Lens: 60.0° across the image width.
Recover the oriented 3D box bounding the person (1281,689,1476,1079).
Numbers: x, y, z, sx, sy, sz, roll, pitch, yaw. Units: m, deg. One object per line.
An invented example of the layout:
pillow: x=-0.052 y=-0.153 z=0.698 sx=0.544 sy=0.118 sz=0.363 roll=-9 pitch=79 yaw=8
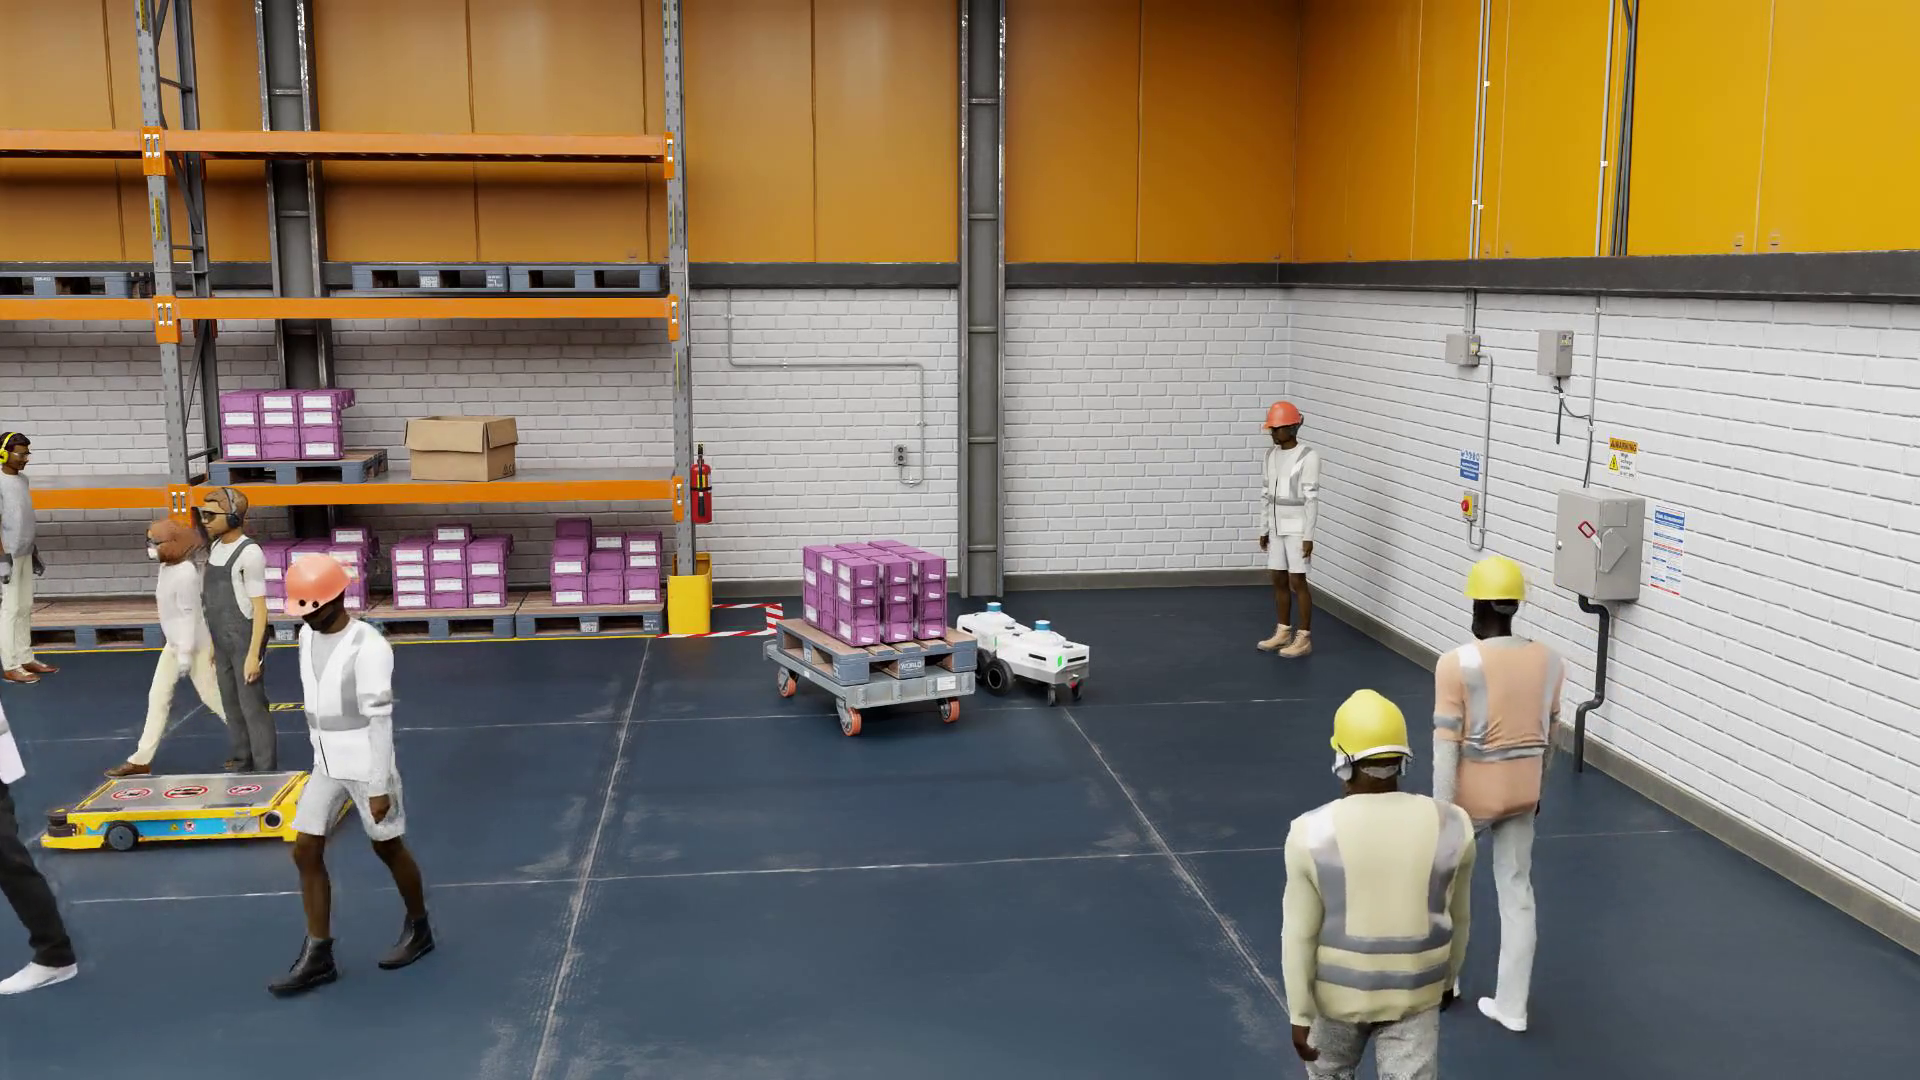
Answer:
person: x=1.256 y=1.341 z=5.011 sx=0.583 sy=1.798 sz=0.902 roll=0 pitch=9 yaw=2

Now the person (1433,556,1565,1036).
person: x=2.121 y=1.006 z=6.773 sx=0.612 sy=1.898 sz=0.736 roll=-3 pitch=10 yaw=-17

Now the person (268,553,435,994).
person: x=-2.650 y=0.975 z=7.060 sx=0.605 sy=1.868 sz=0.891 roll=5 pitch=11 yaw=30

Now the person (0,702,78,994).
person: x=-4.172 y=1.024 z=6.764 sx=1.016 sy=1.861 sz=0.604 roll=-7 pitch=12 yaw=-38

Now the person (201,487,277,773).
person: x=-4.094 y=0.613 z=9.407 sx=0.512 sy=1.845 sz=0.340 roll=7 pitch=12 yaw=38

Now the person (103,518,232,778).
person: x=-4.685 y=0.645 z=10.025 sx=0.865 sy=1.579 sz=0.521 roll=-8 pitch=12 yaw=-41

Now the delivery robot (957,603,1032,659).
delivery robot: x=0.257 y=0.714 z=12.496 sx=0.477 sy=0.478 sz=0.707 roll=-4 pitch=10 yaw=-25

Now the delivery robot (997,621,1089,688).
delivery robot: x=0.589 y=0.818 z=11.845 sx=0.477 sy=0.478 sz=0.707 roll=-8 pitch=12 yaw=-40

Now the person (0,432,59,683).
person: x=-7.020 y=0.123 z=12.407 sx=0.329 sy=1.865 sz=0.512 roll=0 pitch=9 yaw=-3

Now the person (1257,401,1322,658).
person: x=2.581 y=-0.085 z=13.204 sx=0.417 sy=2.031 sz=0.611 roll=-5 pitch=10 yaw=-29

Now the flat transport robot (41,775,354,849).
flat transport robot: x=-4.111 y=1.456 z=9.042 sx=1.431 sy=0.197 sz=0.652 roll=-1 pitch=9 yaw=-6
